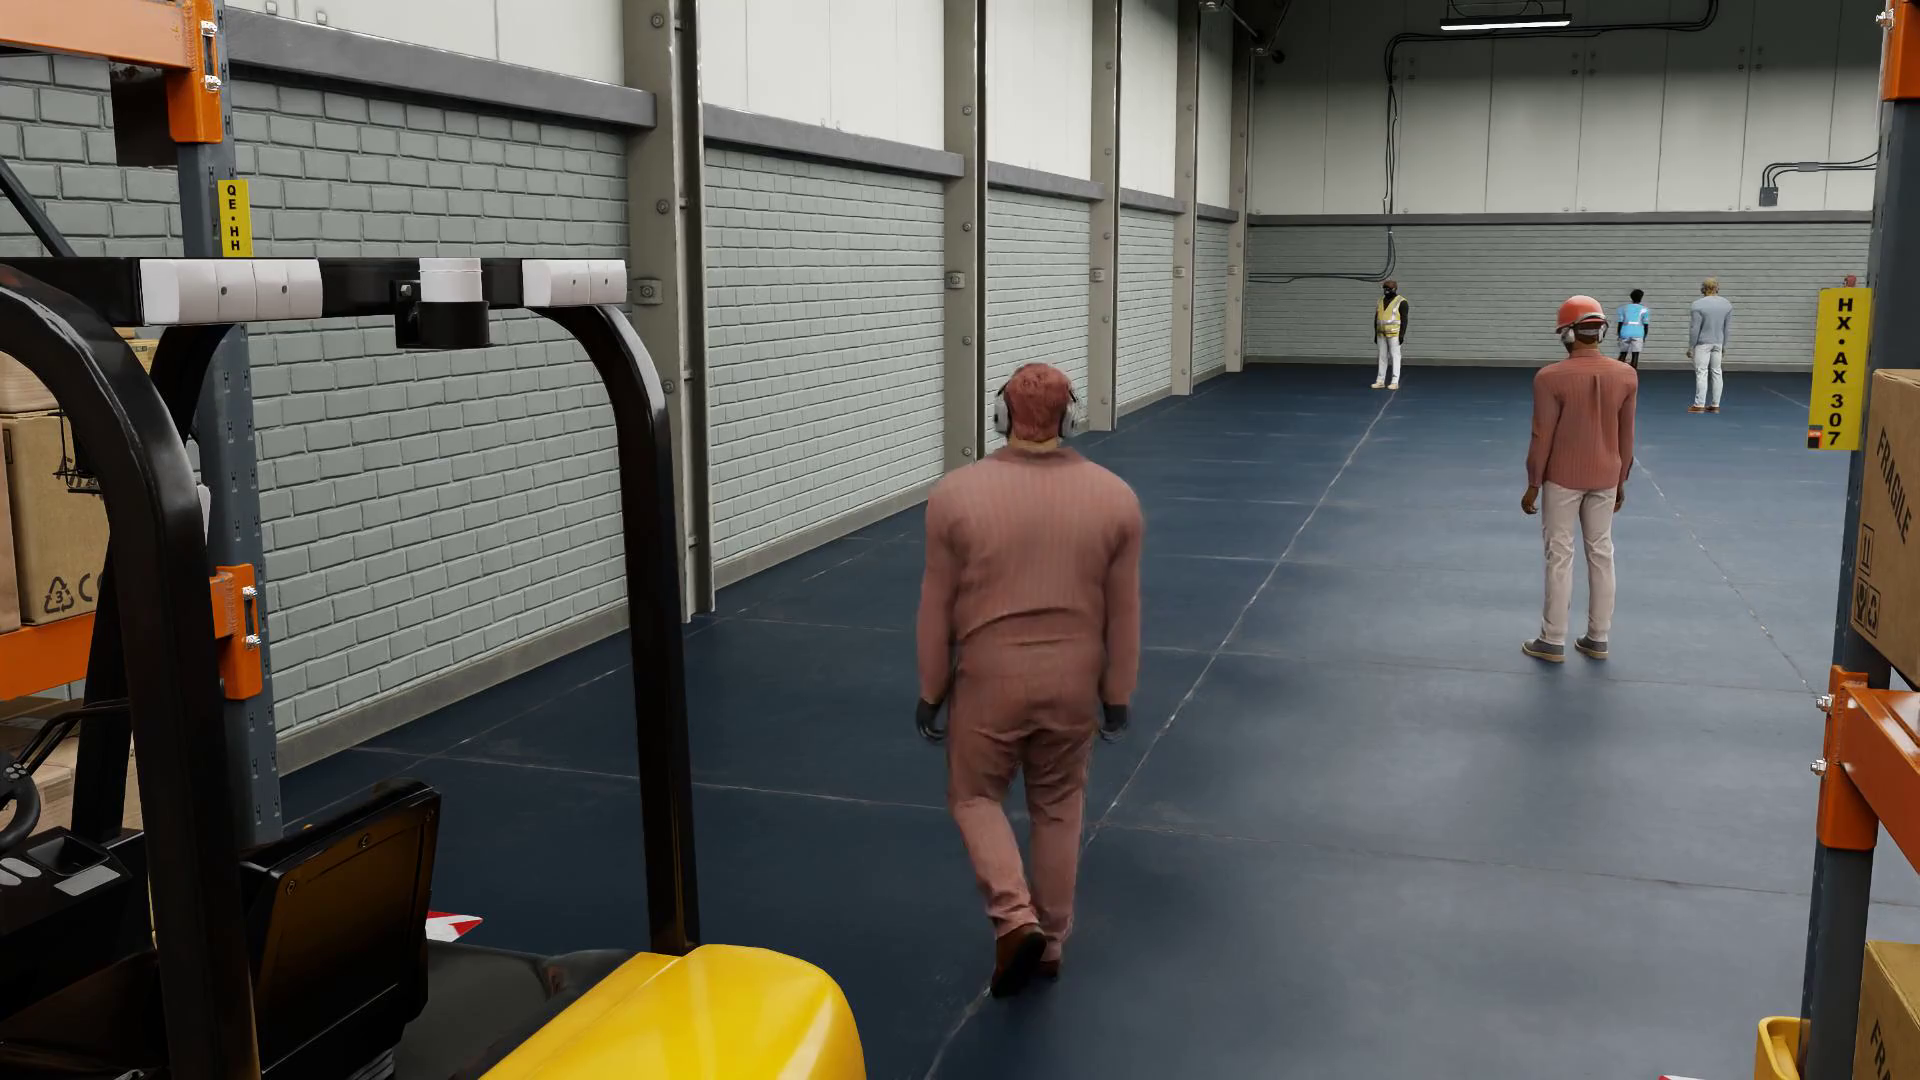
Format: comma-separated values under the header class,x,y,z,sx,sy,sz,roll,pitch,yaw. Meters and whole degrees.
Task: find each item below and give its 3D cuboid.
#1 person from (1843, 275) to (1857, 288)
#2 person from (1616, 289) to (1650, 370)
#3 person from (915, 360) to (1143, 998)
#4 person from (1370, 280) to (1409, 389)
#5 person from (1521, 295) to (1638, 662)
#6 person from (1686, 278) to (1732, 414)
class,x,y,z,sx,sy,sz,roll,pitch,yaw
person,16.906,-4.094,31.716,0.636,1.911,0.405,-1,10,-6
person,12.023,-3.636,29.716,0.545,1.666,0.430,6,11,31
person,0.206,0.422,4.872,0.669,1.890,0.572,-2,10,-12
person,7.300,-3.486,28.294,0.430,1.844,0.624,-7,12,-38
person,3.352,-0.327,9.050,0.609,1.986,0.392,-2,10,-11
person,10.662,-2.764,23.726,0.629,1.934,0.378,-2,10,-12
